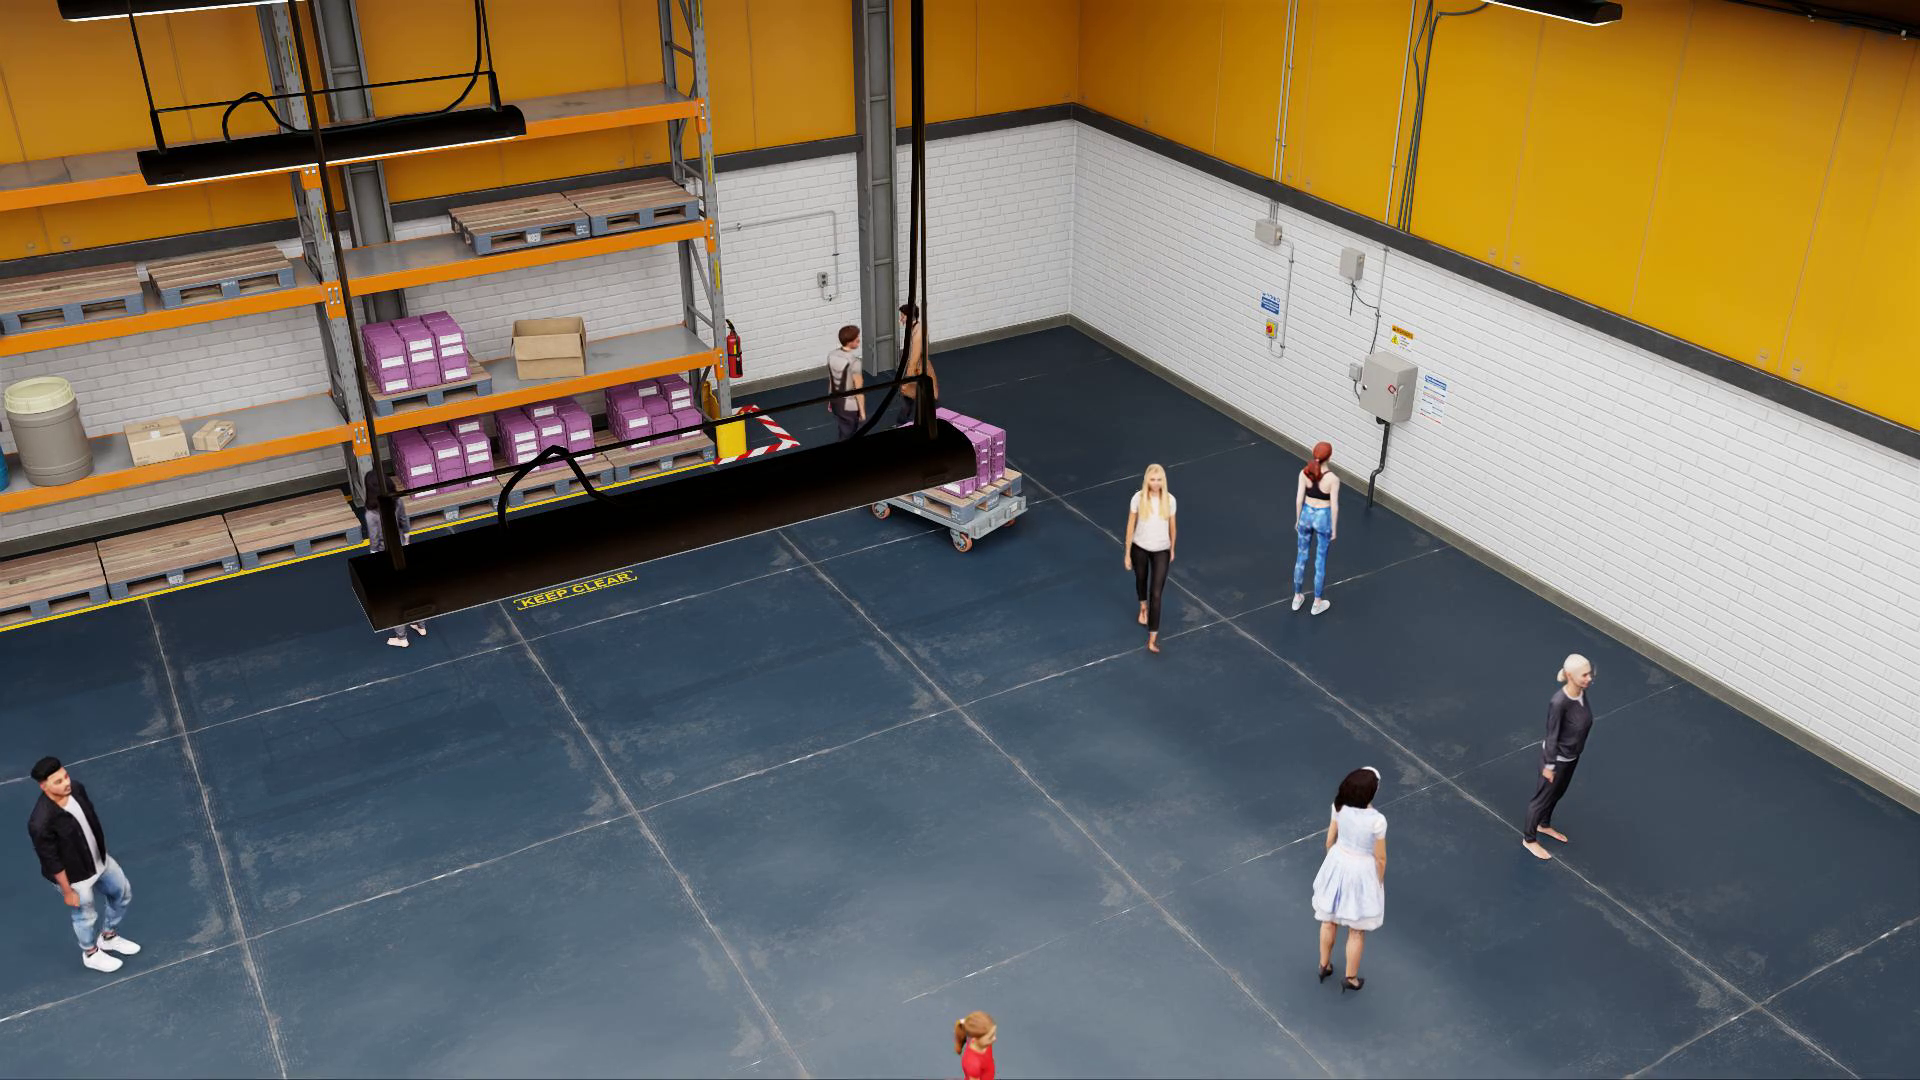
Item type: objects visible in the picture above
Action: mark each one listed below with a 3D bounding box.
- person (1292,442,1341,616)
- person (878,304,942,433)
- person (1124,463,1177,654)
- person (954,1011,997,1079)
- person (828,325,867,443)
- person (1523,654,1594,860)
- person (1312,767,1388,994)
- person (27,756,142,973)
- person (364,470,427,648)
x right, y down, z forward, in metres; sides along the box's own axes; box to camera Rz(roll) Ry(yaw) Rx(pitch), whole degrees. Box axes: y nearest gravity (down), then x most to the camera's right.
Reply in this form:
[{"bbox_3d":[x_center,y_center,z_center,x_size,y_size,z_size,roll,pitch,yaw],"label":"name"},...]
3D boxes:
[{"bbox_3d":[3.387,-0.124,15.856,0.676,1.784,0.713,17,33,28],"label":"person"},{"bbox_3d":[-0.375,-1.937,19.281,1.111,1.687,0.863,-9,30,-15],"label":"person"},{"bbox_3d":[1.752,0.089,15.470,1.197,1.779,1.111,1,29,2],"label":"person"},{"bbox_3d":[0.029,3.335,10.036,0.889,1.284,0.847,8,30,15],"label":"person"},{"bbox_3d":[-1.307,-1.418,18.162,0.962,1.847,1.279,21,35,34],"label":"person"},{"bbox_3d":[4.592,1.615,12.728,0.727,1.726,0.553,25,37,38],"label":"person"},{"bbox_3d":[2.671,2.316,11.351,0.806,1.815,0.841,22,35,34],"label":"person"},{"bbox_3d":[-6.186,2.236,11.518,0.871,1.794,0.827,4,29,8],"label":"person"},{"bbox_3d":[-5.242,0.162,15.352,0.734,1.764,0.607,17,33,28],"label":"person"}]
